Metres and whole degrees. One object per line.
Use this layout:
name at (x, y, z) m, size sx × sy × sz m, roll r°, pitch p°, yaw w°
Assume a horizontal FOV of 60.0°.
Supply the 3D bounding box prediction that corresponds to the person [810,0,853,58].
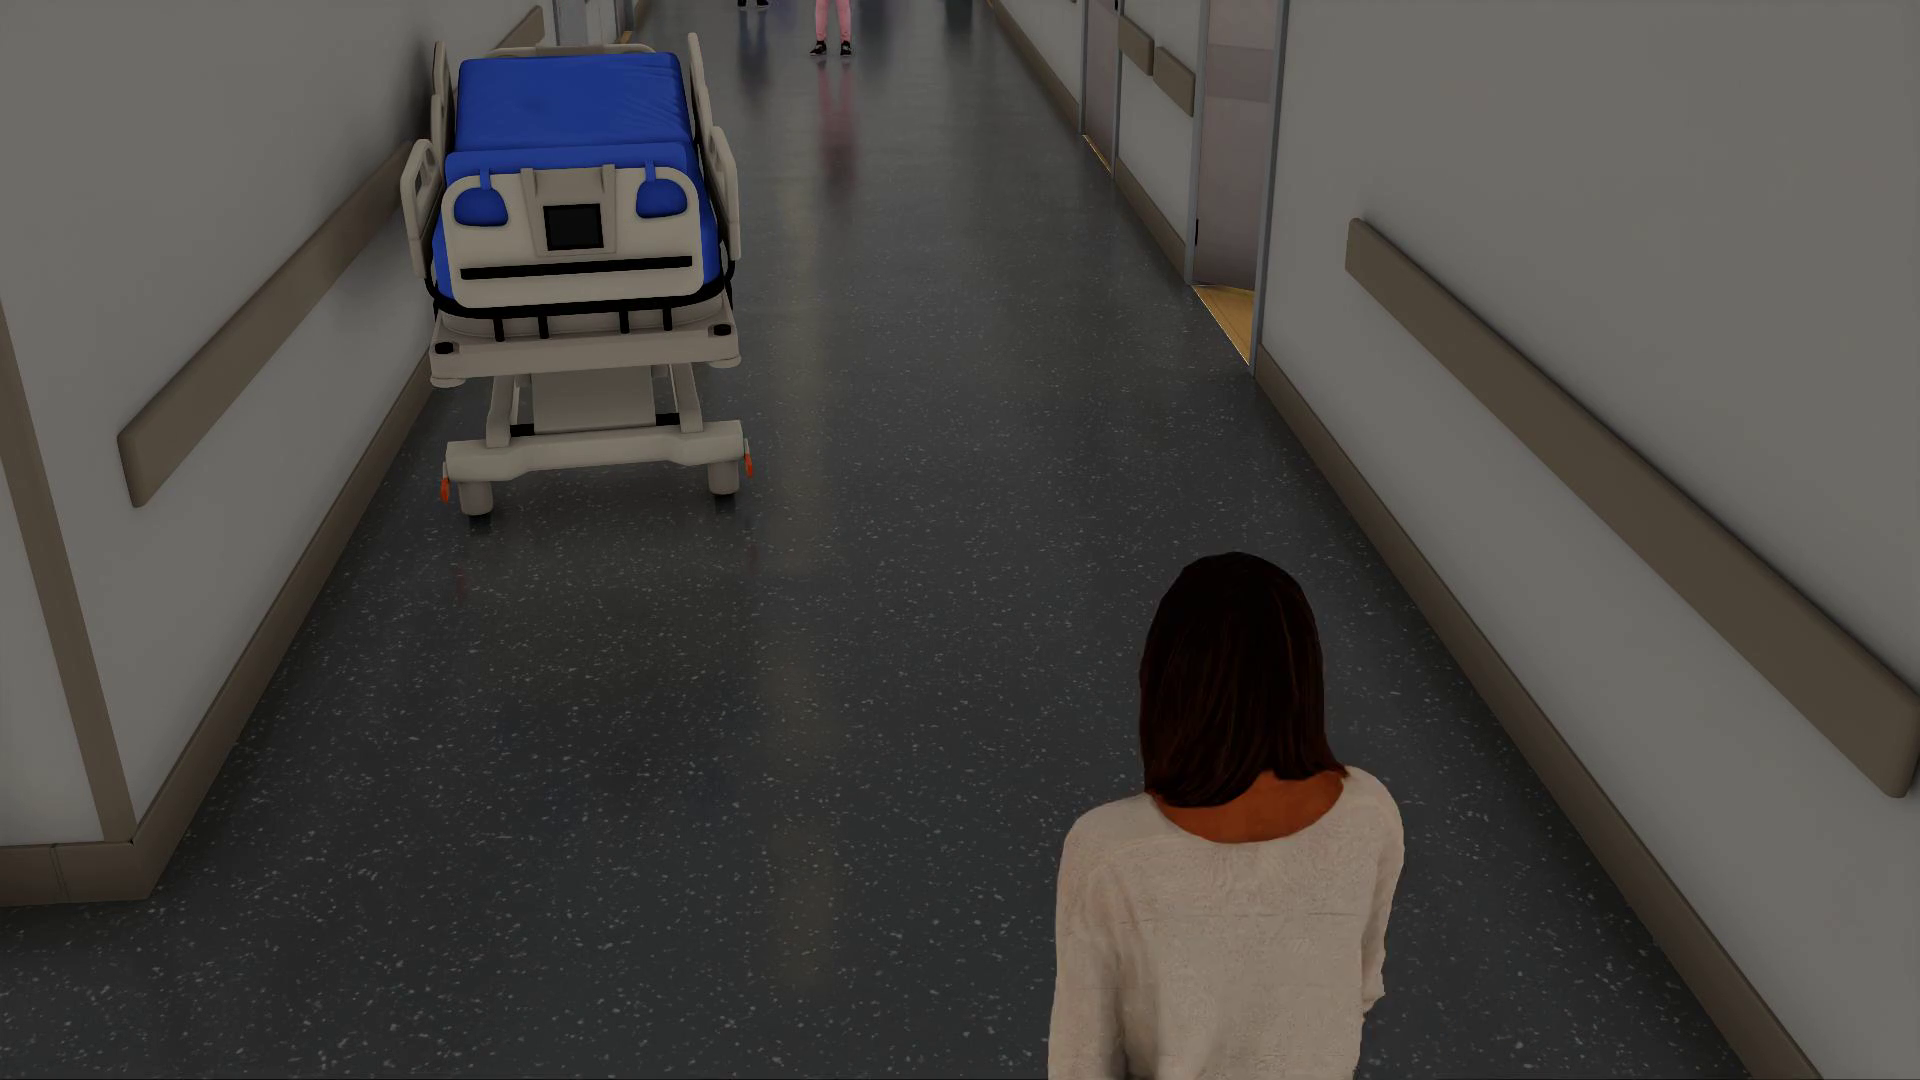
person at (-1.076, -4.868, 13.957) m, size 0.499 × 1.564 × 0.635 m, roll 3°, pitch 26°, yaw 6°

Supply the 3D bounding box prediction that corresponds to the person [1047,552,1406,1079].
person at (0.333, 0.825, 2.039) m, size 0.770 × 1.661 × 0.680 m, roll -2°, pitch 26°, yaw -5°

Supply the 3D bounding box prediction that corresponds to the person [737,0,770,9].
person at (-2.119, -5.969, 16.594) m, size 0.440 × 1.256 × 0.575 m, roll 0°, pitch 26°, yaw -1°
